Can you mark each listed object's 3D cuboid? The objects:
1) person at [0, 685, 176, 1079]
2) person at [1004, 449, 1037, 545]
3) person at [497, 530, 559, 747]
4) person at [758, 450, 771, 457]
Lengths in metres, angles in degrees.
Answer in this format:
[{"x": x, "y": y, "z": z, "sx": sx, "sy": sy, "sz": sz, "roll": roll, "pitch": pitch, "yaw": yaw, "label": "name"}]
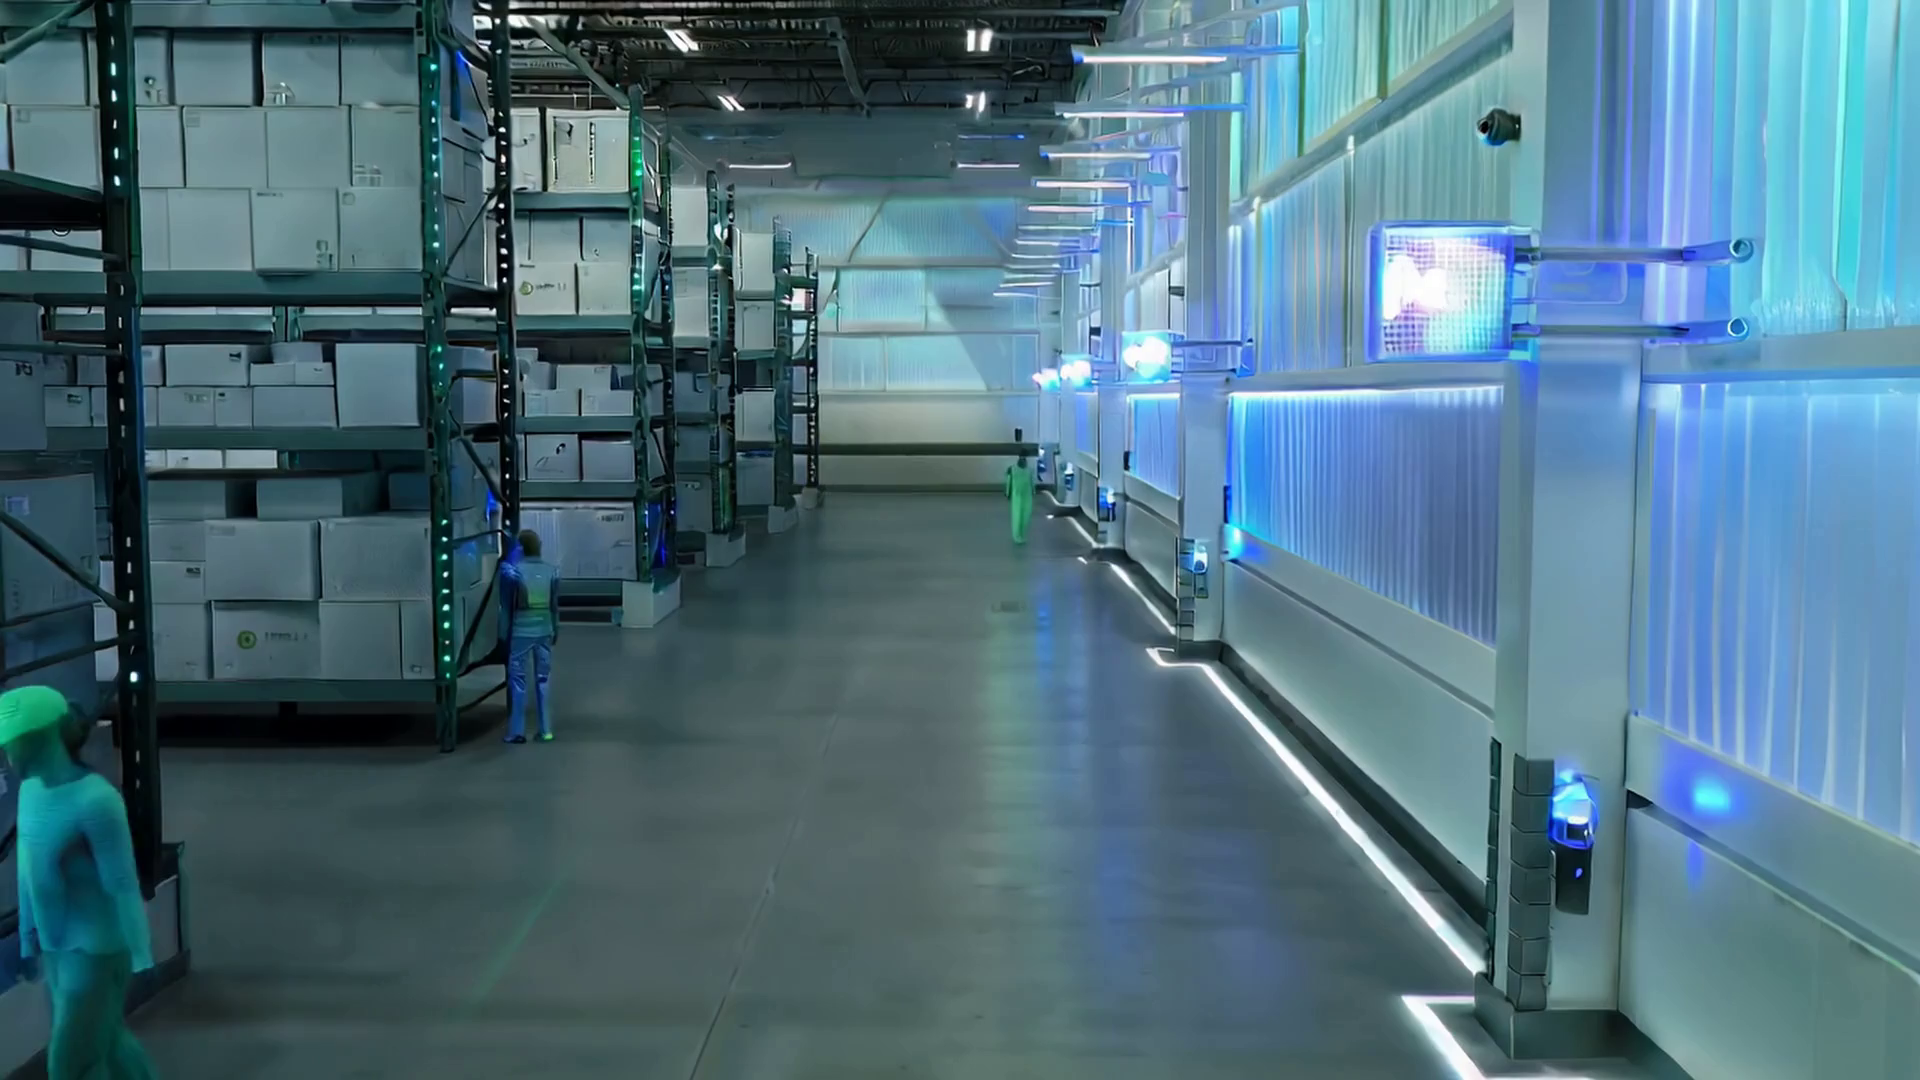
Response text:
[{"x": -2.809, "y": 1.307, "z": 5.412, "sx": 0.597, "sy": 1.713, "sz": 0.771, "roll": 3, "pitch": 6, "yaw": 31, "label": "person"}, {"x": 1.043, "y": -0.777, "z": 29.704, "sx": 0.580, "sy": 1.717, "sz": 0.720, "roll": -2, "pitch": 5, "yaw": -24, "label": "person"}, {"x": -3.245, "y": 0.736, "z": 12.556, "sx": 0.314, "sy": 1.631, "sz": 0.525, "roll": 4, "pitch": 6, "yaw": 38, "label": "person"}, {"x": -5.014, "y": -1.888, "z": 41.601, "sx": 0.957, "sy": 1.888, "sz": 0.571, "roll": 0, "pitch": 5, "yaw": 4, "label": "person"}]
